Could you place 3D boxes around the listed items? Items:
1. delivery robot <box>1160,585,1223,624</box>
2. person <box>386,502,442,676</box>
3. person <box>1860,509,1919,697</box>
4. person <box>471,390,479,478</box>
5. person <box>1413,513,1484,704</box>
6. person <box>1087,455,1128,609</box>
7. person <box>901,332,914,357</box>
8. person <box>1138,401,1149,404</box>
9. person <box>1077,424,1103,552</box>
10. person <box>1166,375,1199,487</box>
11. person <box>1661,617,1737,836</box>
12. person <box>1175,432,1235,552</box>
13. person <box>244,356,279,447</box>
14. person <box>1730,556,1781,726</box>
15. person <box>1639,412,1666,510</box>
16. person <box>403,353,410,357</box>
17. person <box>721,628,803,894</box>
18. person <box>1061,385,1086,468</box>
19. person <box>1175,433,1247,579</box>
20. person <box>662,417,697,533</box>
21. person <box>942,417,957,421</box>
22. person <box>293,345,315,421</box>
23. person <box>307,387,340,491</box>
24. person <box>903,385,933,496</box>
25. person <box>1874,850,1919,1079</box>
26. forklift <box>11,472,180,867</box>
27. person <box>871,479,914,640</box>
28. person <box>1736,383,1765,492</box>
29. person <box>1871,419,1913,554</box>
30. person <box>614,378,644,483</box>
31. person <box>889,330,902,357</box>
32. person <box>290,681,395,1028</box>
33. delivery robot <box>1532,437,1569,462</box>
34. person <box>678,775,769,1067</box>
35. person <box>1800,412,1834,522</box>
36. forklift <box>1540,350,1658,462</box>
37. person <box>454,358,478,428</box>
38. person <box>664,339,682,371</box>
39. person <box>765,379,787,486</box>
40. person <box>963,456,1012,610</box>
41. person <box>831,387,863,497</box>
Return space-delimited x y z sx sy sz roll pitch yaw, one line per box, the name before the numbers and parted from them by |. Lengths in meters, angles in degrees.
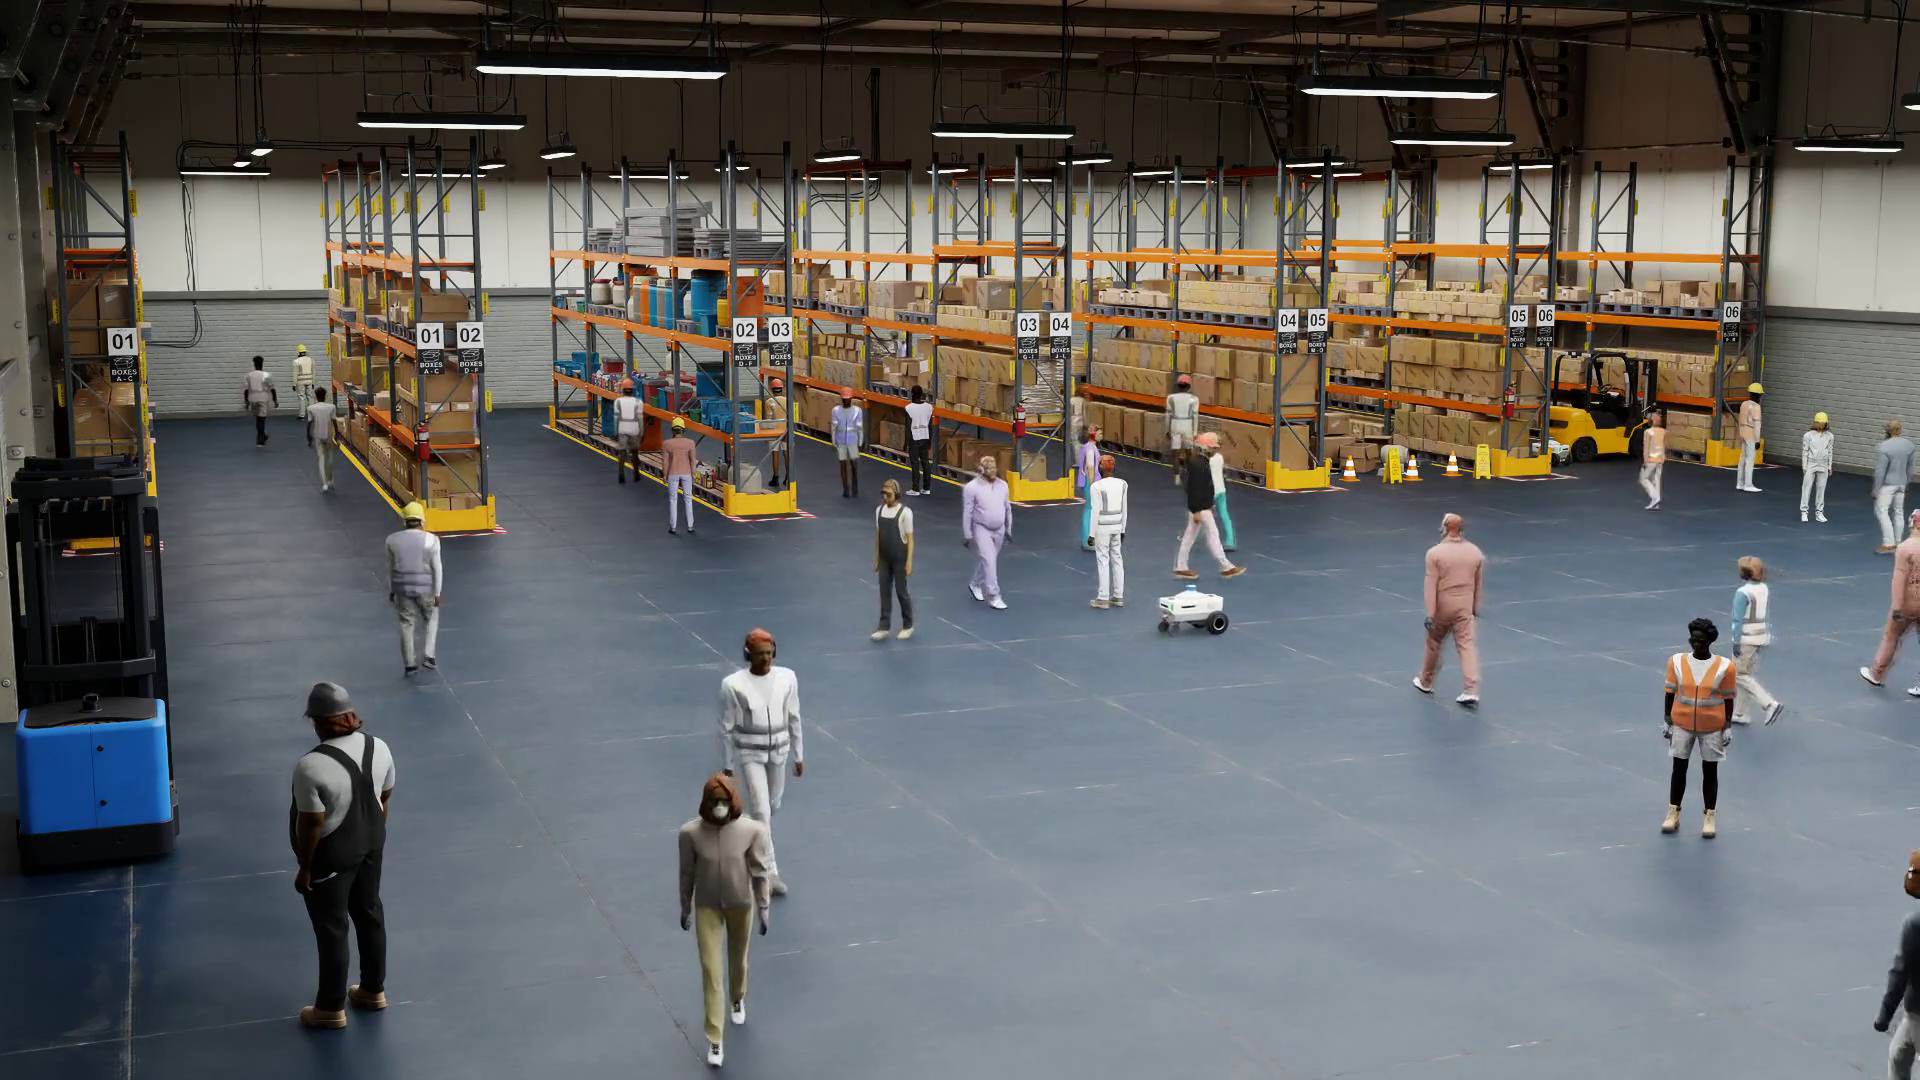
delivery robot | 2.668 0.764 24.175 0.707 0.478 0.477 -3 9 -22
person | -5.697 0.503 21.916 0.602 1.814 0.495 0 9 -2
person | 9.530 0.607 21.062 0.648 1.857 0.957 -2 9 -13
person | -9.196 -2.139 38.950 0.623 2.000 1.048 -4 9 -23
person | 4.849 0.665 20.698 0.661 1.860 1.019 -2 9 -15
person | 1.813 -0.109 25.755 0.584 1.882 0.337 -7 11 -38
person | -1.459 -4.703 56.555 0.404 1.833 0.589 5 10 31
person | 4.464 -3.787 50.414 0.620 1.845 0.429 -7 11 -38
person | 1.877 -0.761 30.230 0.372 1.843 0.570 0 9 2
person | 4.045 -2.001 38.010 0.614 1.995 1.017 2 9 12
person | 5.679 1.428 16.119 0.539 1.698 0.318 5 10 28
person | 3.595 -0.696 30.218 0.953 1.709 0.527 7 11 39
person | -14.888 -2.966 44.678 0.614 1.910 1.012 1 9 7
person | 7.407 0.956 19.532 0.523 1.627 0.550 -8 12 -43
person | 11.410 -1.290 34.470 0.545 1.623 0.373 -6 10 -33
person | -12.425 -3.373 47.477 0.639 1.908 0.858 -6 10 -33
person | -1.433 1.525 14.975 0.582 1.853 0.899 -4 10 -28
person | 2.156 -2.221 40.762 0.513 1.607 0.740 -8 12 -43
person | 3.323 -0.442 27.729 0.991 1.946 0.639 0 9 3
person | -4.288 -0.989 32.014 0.523 1.769 0.309 -1 9 -10
person | -0.206 -3.798 50.253 0.615 1.923 0.886 -3 9 -19
person | -15.828 -3.791 50.467 0.403 1.834 0.589 7 11 39
person | -11.342 -1.810 37.281 0.557 1.821 0.975 -3 9 -19
person | -0.720 -1.739 36.510 0.595 1.917 0.373 -7 11 -38
person | 4.862 2.333 10.454 0.514 1.600 0.833 -7 11 -39
forklift | -6.630 0.886 15.957 1.129 2.768 1.873 -3 9 -21
person | -0.758 0.216 23.744 0.513 1.848 0.386 6 11 36
person | 13.989 -1.817 37.008 0.386 1.922 0.594 -1 9 -7
person | 13.346 -0.752 29.946 0.668 1.925 0.437 -4 9 -23
person | -6.056 -2.003 38.293 0.553 1.921 0.767 0 9 2
person | -1.709 -4.595 55.483 0.356 1.936 0.635 1 9 4
person | -3.694 1.844 12.357 0.538 2.000 0.683 5 10 29
delivery robot | 11.606 -1.783 41.156 0.477 0.478 0.707 -6 11 -37
person | -1.350 2.101 12.009 0.510 1.588 0.877 -1 9 -7
person | 13.603 -1.159 33.221 0.485 1.745 0.289 0 9 0
forklift | 12.897 -2.725 42.309 2.313 2.155 1.214 -3 9 -21
person | -11.440 -3.605 48.711 0.623 1.986 0.397 -2 9 -12
person | -6.936 -3.882 50.582 0.405 1.986 0.619 4 9 24
person | -3.282 -1.944 37.847 0.542 1.928 0.374 -5 10 -28
person | 0.334 -0.126 25.925 0.651 1.870 0.936 -6 10 -34
person | -1.958 -1.680 36.121 0.543 1.913 0.653 0 9 1
